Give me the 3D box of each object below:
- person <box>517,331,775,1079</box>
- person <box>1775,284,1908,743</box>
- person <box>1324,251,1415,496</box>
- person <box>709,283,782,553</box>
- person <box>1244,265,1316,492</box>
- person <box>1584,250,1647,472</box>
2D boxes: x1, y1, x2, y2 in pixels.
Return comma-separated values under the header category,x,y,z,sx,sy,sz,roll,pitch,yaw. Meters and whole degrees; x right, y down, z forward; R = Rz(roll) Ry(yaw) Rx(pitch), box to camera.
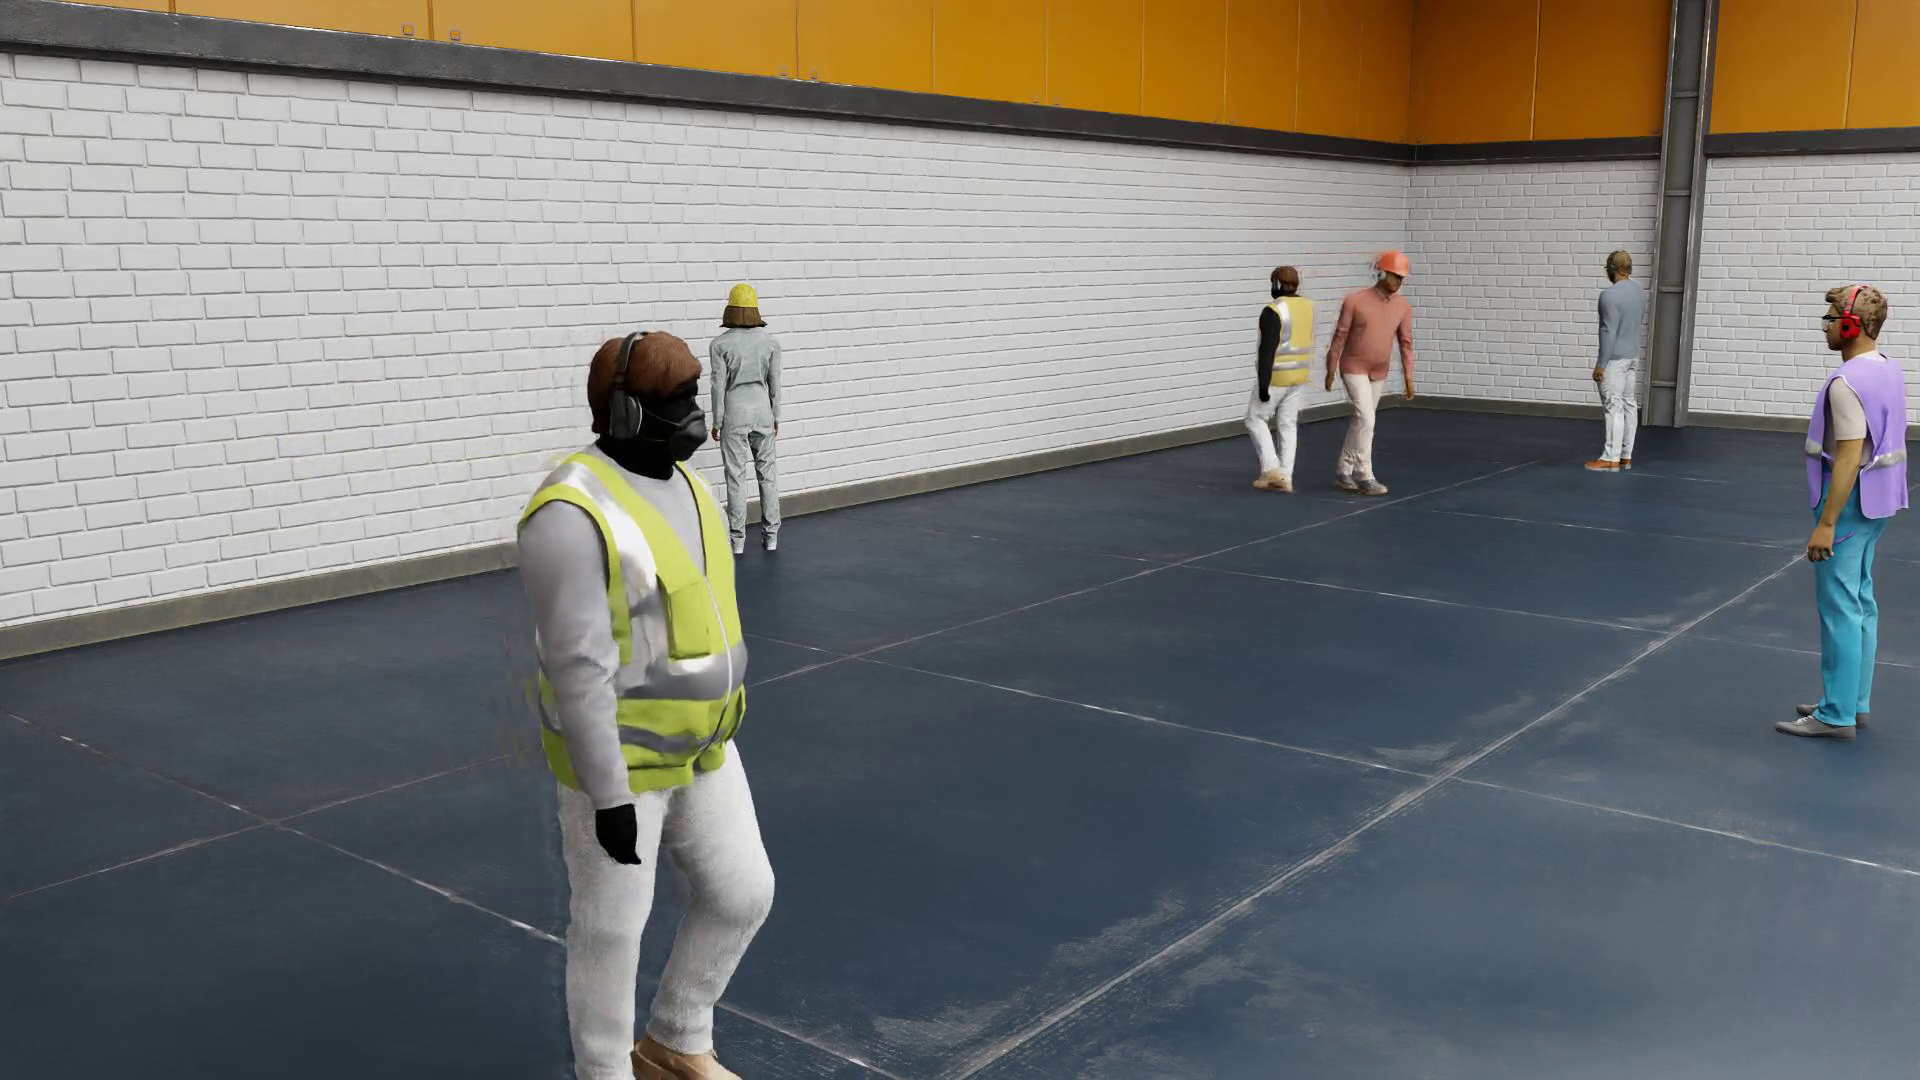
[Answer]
category,x,y,z,sx,sy,sz,roll,pitch,yaw
person,-0.670,0.468,3.612,0.475,1.829,0.623,4,11,23
person,3.609,-0.101,6.731,0.372,1.843,0.570,9,14,42
person,3.282,-1.323,13.258,0.632,1.926,0.837,-4,11,-20
person,-1.395,-0.785,10.804,0.487,1.744,0.296,-5,12,-28
person,2.574,-1.287,13.380,0.638,1.819,0.450,-9,13,-40
person,5.762,-1.566,14.599,0.628,1.936,0.375,-9,14,-41
